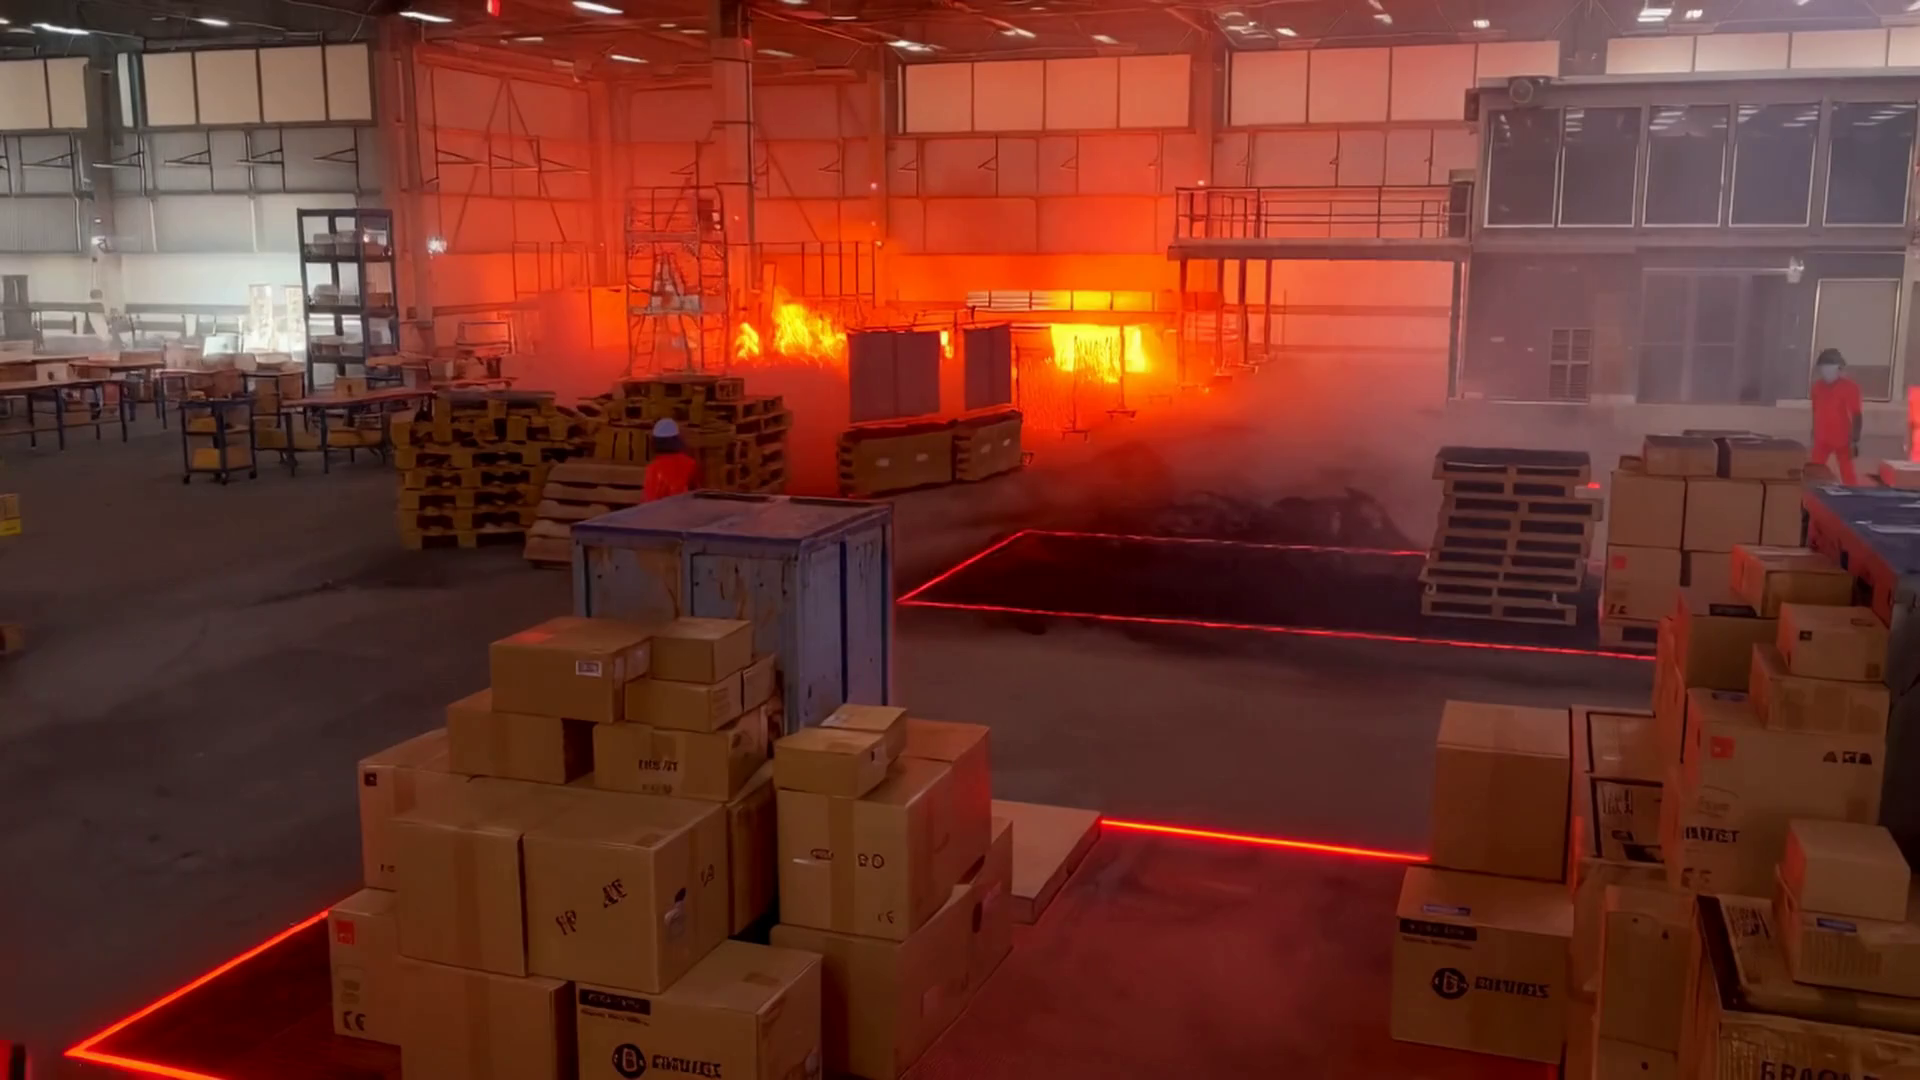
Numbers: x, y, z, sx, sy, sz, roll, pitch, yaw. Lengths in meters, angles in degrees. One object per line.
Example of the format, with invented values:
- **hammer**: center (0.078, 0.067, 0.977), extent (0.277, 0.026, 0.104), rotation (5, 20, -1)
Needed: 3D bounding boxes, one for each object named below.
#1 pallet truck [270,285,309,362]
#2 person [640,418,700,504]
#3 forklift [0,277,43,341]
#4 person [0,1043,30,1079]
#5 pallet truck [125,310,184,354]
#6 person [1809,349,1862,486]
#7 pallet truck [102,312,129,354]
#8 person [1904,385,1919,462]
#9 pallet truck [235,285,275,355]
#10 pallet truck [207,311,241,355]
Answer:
- **pallet truck**: center (-17.147, -5.700, 43.663), extent (0.823, 1.965, 1.885), rotation (3, 11, 17)
- **person**: center (-2.283, -0.101, 12.963), extent (0.890, 1.687, 0.506), rotation (9, 13, 40)
- **forklift**: center (-27.151, -6.329, 46.328), extent (1.157, 1.987, 2.680), rotation (3, 11, 17)
- **person**: center (-3.366, 1.191, 5.273), extent (0.535, 1.850, 0.633), rotation (4, 11, 20)
- **pallet truck**: center (-22.038, -5.665, 45.457), extent (0.704, 1.261, 1.522), rotation (3, 11, 17)
- **person**: center (9.258, -1.061, 17.708), extent (1.023, 1.921, 0.717), rotation (-4, 11, -23)
- **pallet truck**: center (-23.057, -5.777, 46.261), extent (0.680, 1.201, 1.601), rotation (3, 11, 19)
- **person**: center (10.253, -1.011, 17.513), extent (0.580, 1.903, 0.604), rotation (-5, 11, -28)
- **pallet truck**: center (-18.327, -5.835, 44.421), extent (0.823, 1.965, 1.885), rotation (4, 11, 23)
- **pallet truck**: center (-19.537, -5.575, 44.913), extent (0.653, 1.274, 1.630), rotation (3, 11, 19)
